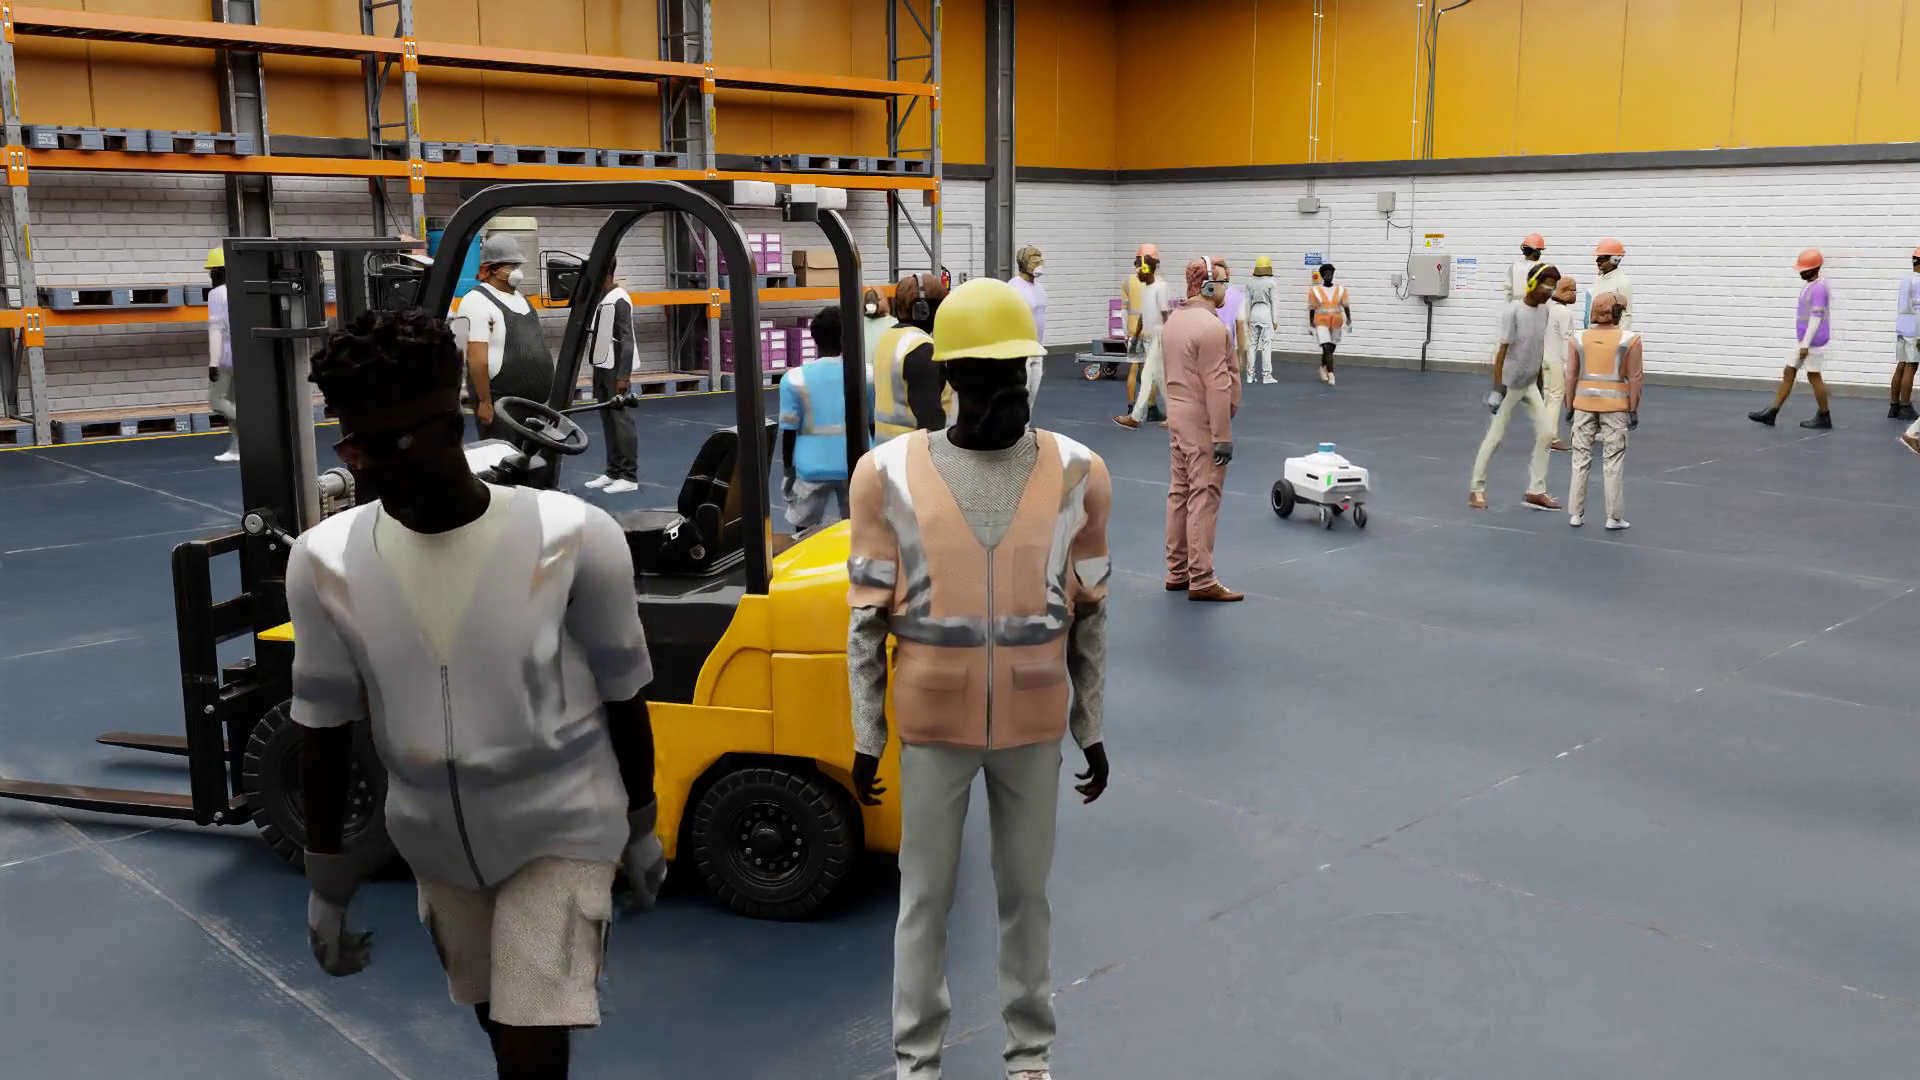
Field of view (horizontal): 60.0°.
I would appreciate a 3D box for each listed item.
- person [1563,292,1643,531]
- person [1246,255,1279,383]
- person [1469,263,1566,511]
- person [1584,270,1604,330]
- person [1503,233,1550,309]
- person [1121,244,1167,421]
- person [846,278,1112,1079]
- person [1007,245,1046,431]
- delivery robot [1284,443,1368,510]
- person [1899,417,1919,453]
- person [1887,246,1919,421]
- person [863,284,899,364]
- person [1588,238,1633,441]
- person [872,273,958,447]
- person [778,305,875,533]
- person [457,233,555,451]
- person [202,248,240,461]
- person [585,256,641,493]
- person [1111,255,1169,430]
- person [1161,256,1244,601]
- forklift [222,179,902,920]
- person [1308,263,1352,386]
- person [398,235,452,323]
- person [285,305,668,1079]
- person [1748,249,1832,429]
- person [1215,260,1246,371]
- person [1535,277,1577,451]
[{"bbox_3d":[4.418,-0.882,11.462,0.515,1.636,0.314,8,13,38],"label":"person"},{"bbox_3d":[4.148,-3.020,22.821,0.487,1.746,0.289,8,13,37],"label":"person"},{"bbox_3d":[4.134,-1.106,12.197,0.648,1.809,0.795,-7,12,-33],"label":"person"},{"bbox_3d":[8.165,-2.651,21.088,0.512,1.642,0.311,1,10,6],"label":"person"},{"bbox_3d":[7.046,-2.767,20.628,0.391,2.040,0.615,-8,13,-37],"label":"person"},{"bbox_3d":[2.028,-2.258,18.168,0.543,1.928,0.371,8,13,36],"label":"person"},{"bbox_3d":[0.047,0.393,3.702,0.594,1.928,0.363,-1,10,-7],"label":"person"},{"bbox_3d":[0.565,-1.582,14.451,0.375,1.939,0.628,5,12,26],"label":"person"},{"bbox_3d":[2.583,-0.442,11.751,0.477,0.478,0.707,-3,11,-15],"label":"delivery robot"},{"bbox_3d":[9.053,-1.550,15.197,0.508,1.599,0.803,-8,13,-37],"label":"person"},{"bbox_3d":[10.482,-2.274,18.252,0.369,1.928,0.542,2,11,9],"label":"person"},{"bbox_3d":[-0.724,-1.333,13.947,0.521,1.613,0.424,2,11,12],"label":"person"},{"bbox_3d":[6.383,-1.977,16.447,0.387,1.996,0.611,-2,11,-9],"label":"person"},{"bbox_3d":[-0.190,-0.355,8.023,0.430,1.845,0.619,-4,11,-21],"label":"person"},{"bbox_3d":[-0.652,-0.354,8.464,0.538,1.669,0.421,-1,10,-6],"label":"person"},{"bbox_3d":[-2.873,-0.947,10.710,0.537,2.000,0.682,3,11,14],"label":"person"},{"bbox_3d":[-6.447,-1.626,14.766,0.510,1.911,0.607,1,10,4],"label":"person"},{"bbox_3d":[-2.748,-1.336,13.171,0.393,1.916,0.590,-7,12,-33],"label":"person"},{"bbox_3d":[1.956,-2.059,17.394,0.826,1.819,0.541,-2,11,-13],"label":"person"},{"bbox_3d":[1.359,-0.616,9.272,0.410,1.908,0.643,-3,11,-16],"label":"person"},{"bbox_3d":[-1.114,-0.058,5.440,2.313,2.155,1.214,2,11,13],"label":"forklift"},{"bbox_3d":[5.025,-2.953,22.718,0.576,1.657,0.836,0,10,0],"label":"person"},{"bbox_3d":[-4.243,-1.330,12.850,0.615,2.015,0.808,2,11,11],"label":"person"},{"bbox_3d":[-0.860,0.550,2.924,0.608,1.898,0.976,1,10,8],"label":"person"},{"bbox_3d":[8.782,-2.096,17.424,0.878,1.874,0.627,2,11,12],"label":"person"},{"bbox_3d":[2.492,-1.835,16.188,0.571,1.808,0.873,-1,10,-6],"label":"person"},{"bbox_3d":[5.659,-1.665,15.736,0.267,1.632,0.507,0,10,-2],"label":"person"}]
